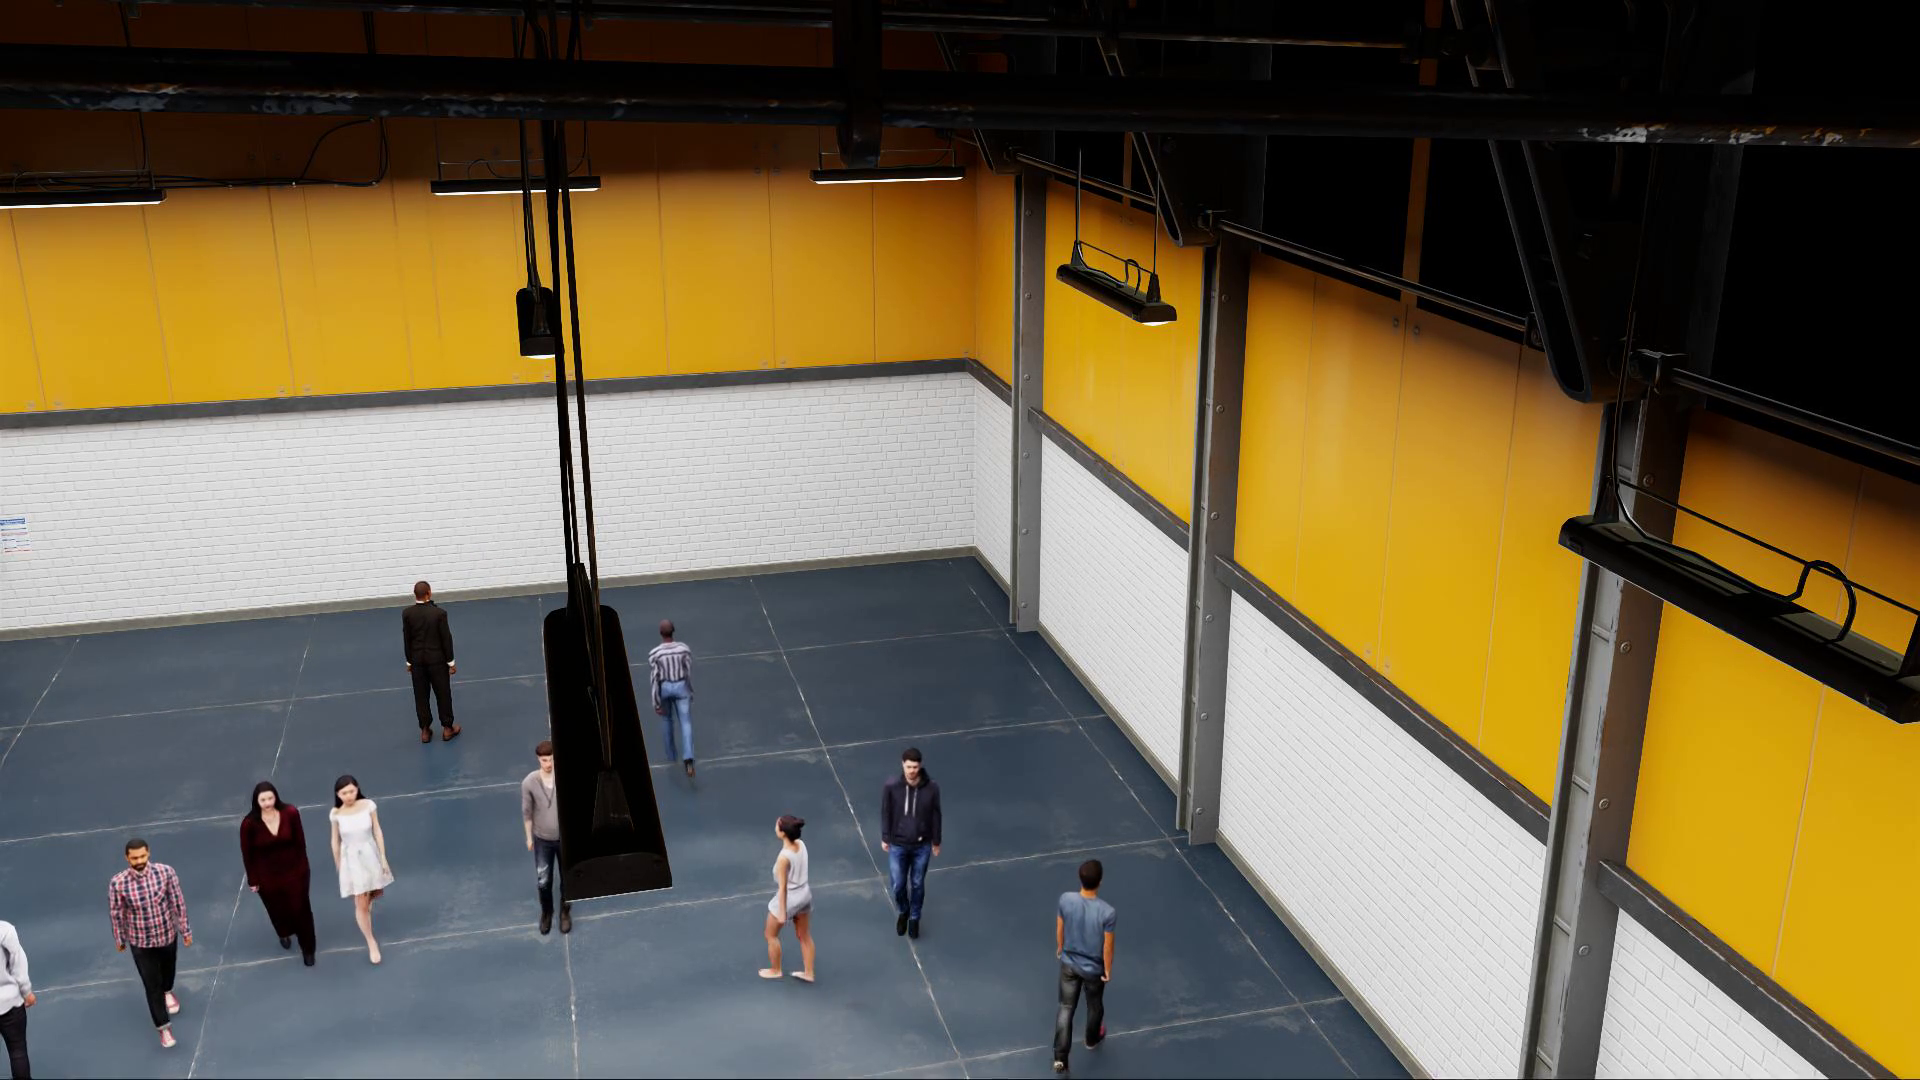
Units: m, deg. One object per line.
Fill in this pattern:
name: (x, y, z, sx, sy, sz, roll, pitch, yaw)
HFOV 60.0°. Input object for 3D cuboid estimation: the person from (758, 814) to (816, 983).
person: (-1.374, 3.104, 14.248, 0.845, 1.594, 0.791, 9, 21, 25)

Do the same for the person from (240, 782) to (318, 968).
person: (-6.036, 2.889, 14.692, 0.842, 1.717, 1.124, -10, 21, -27)

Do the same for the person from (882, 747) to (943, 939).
person: (-0.439, 2.683, 15.049, 0.760, 1.880, 0.713, 0, 19, -1)

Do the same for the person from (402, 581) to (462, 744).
person: (-6.040, 1.368, 18.917, 0.753, 1.904, 0.671, -1, 19, -3)

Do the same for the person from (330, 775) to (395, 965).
person: (-5.310, 2.854, 14.735, 0.739, 1.757, 1.030, -8, 20, -23)

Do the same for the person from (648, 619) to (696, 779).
person: (-3.075, 1.740, 18.034, 0.643, 1.762, 1.071, -6, 19, -17)

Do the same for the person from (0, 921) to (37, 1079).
person: (-7.331, 3.485, 12.610, 0.737, 1.918, 0.675, -1, 19, -2)

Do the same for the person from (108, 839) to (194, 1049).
person: (-6.651, 3.225, 13.700, 0.970, 1.715, 1.234, -13, 22, -33)

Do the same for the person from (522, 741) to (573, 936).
person: (-3.686, 2.651, 15.124, 0.667, 1.894, 0.608, -5, 19, -14)

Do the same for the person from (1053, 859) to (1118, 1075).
person: (0.937, 3.381, 13.126, 1.051, 1.785, 1.193, 7, 20, 20)
